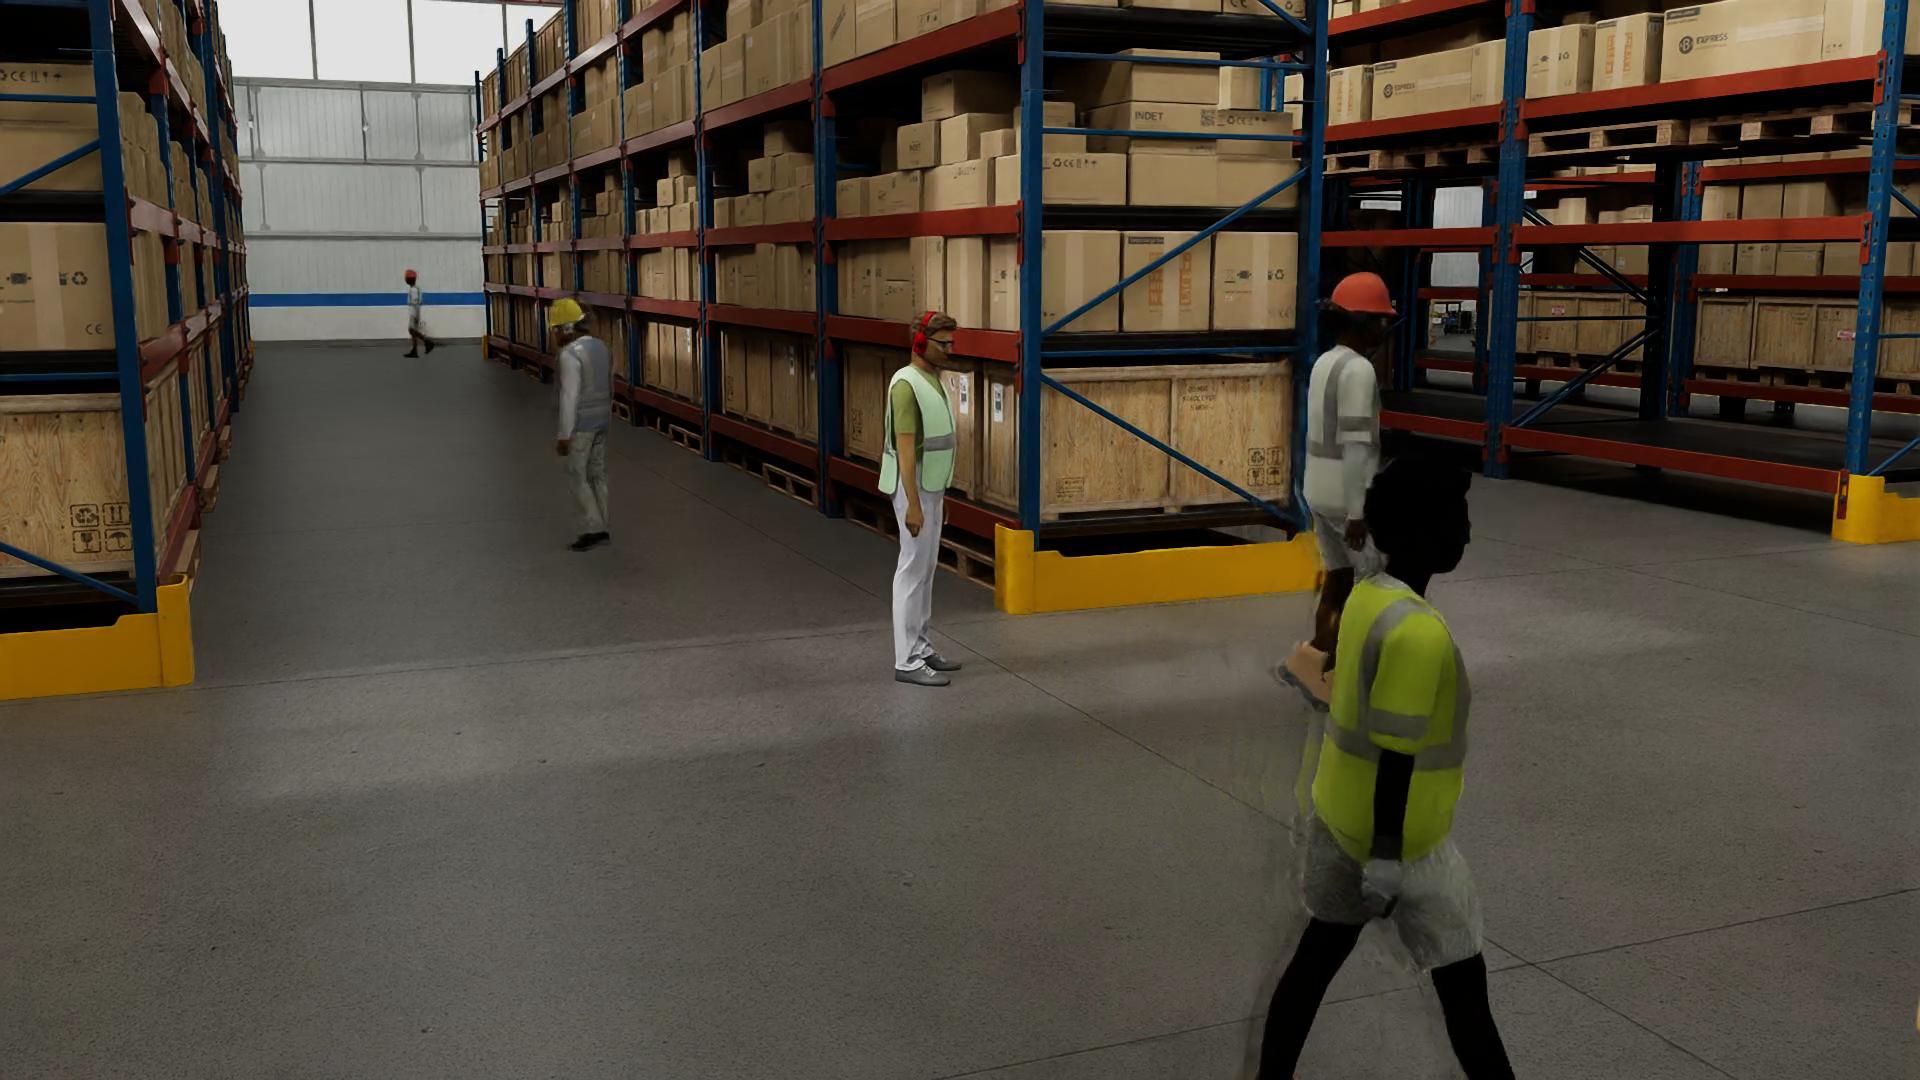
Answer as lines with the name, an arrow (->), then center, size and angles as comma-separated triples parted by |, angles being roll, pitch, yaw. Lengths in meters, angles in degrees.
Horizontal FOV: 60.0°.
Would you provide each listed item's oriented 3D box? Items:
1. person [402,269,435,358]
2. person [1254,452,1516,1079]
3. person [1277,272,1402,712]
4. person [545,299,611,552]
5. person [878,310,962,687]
person -> -11.839, -4.924, 36.221 | 0.550, 1.926, 0.570 | -3, 10, -17
person -> 1.060, 0.630, 3.734 | 0.854, 1.648, 0.541 | 0, 9, -1
person -> 1.755, -0.188, 7.532 | 0.437, 2.030, 0.640 | -1, 9, -3
person -> -2.724, -0.825, 12.028 | 0.458, 1.808, 0.642 | 2, 10, 14
person -> -0.198, -0.211, 8.245 | 0.390, 1.838, 0.563 | 2, 10, 11
